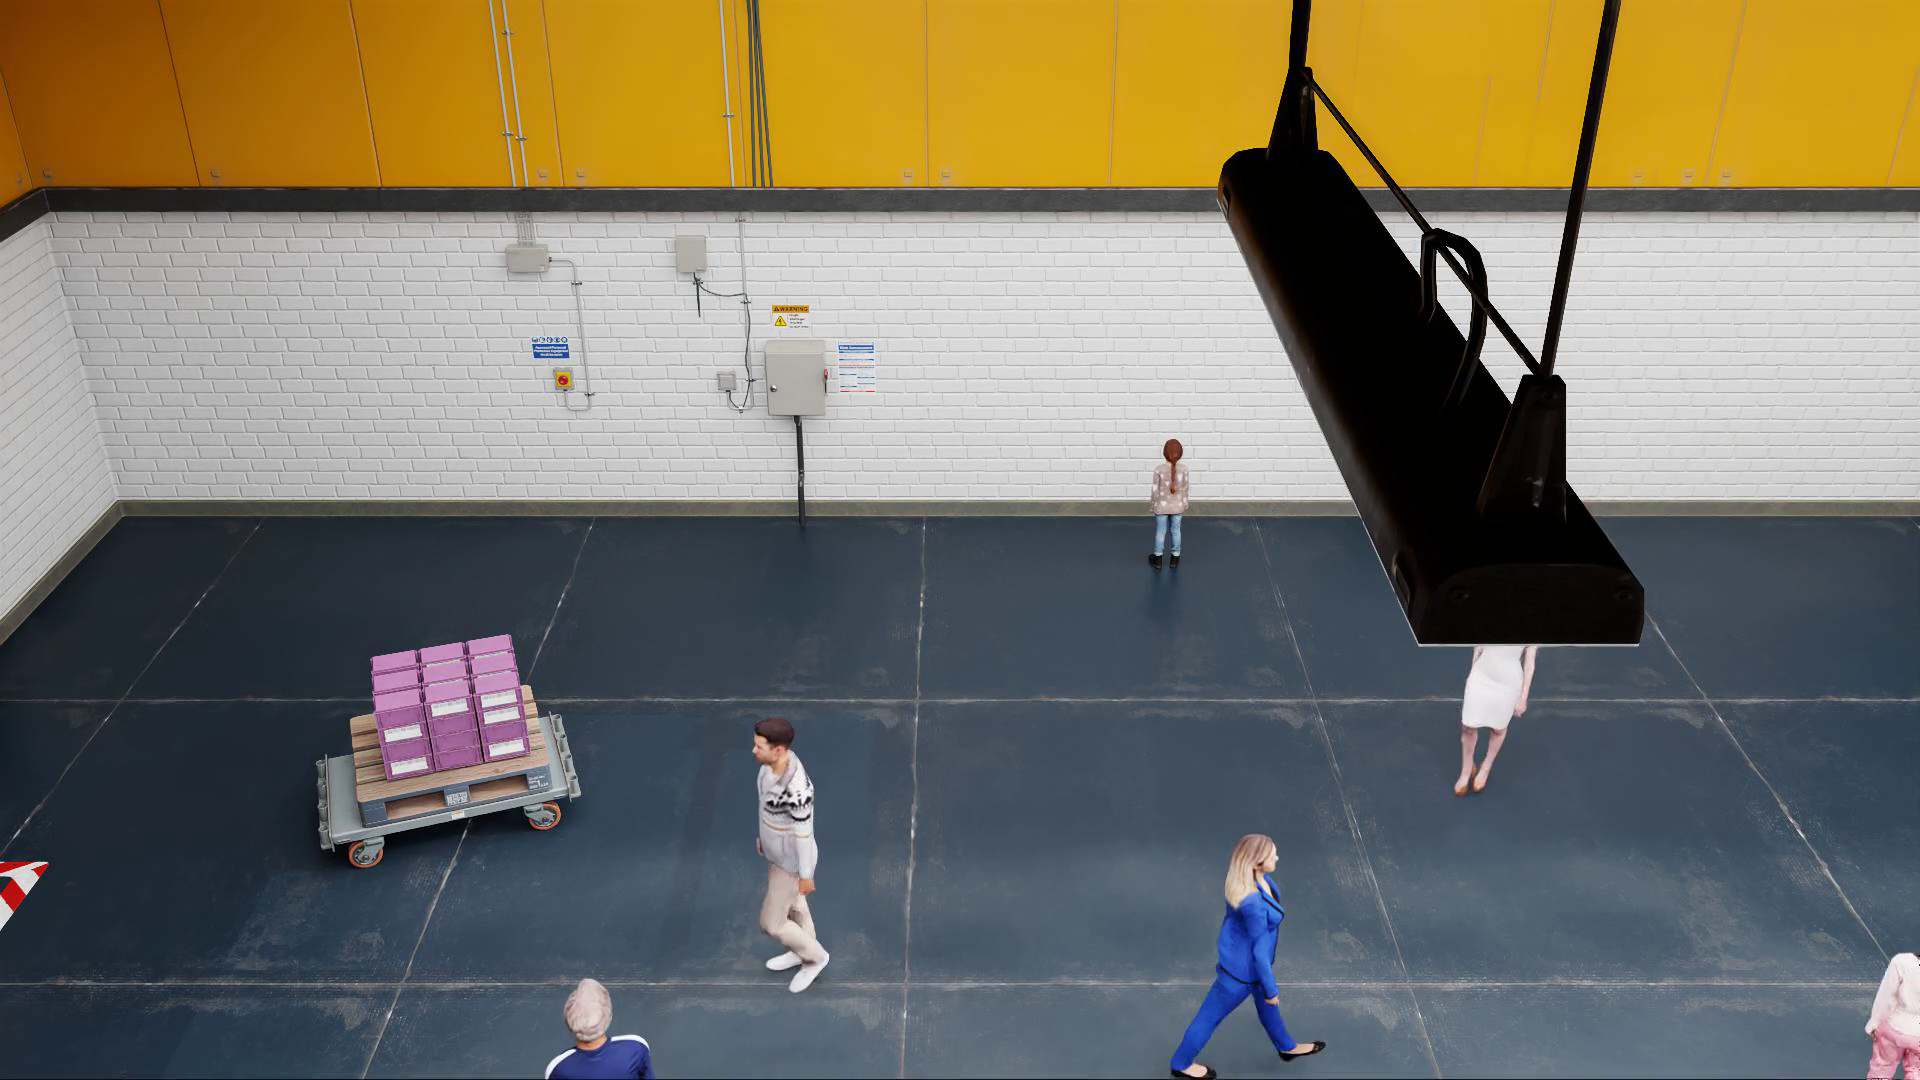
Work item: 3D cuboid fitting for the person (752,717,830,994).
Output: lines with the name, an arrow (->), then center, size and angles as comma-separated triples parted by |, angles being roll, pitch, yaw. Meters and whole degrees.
person -> -0.902, 1.775, 9.563 | 0.832, 1.839, 0.677 | -8, 30, -14

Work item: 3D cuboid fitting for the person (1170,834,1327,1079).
person -> 1.396, 2.263, 8.856 | 0.733, 1.660, 1.034 | 1, 29, 2

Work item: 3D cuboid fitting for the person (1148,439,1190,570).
person -> 1.768, -0.307, 14.054 | 0.489, 1.194, 0.480 | -2, 29, -4

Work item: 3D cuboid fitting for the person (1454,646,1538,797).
person -> 3.649, 0.936, 11.159 | 0.720, 1.785, 0.763 | 21, 35, 33

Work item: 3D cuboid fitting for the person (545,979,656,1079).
person -> -1.630, 2.788, 7.709 | 0.708, 1.836, 0.692 | -14, 31, -23
